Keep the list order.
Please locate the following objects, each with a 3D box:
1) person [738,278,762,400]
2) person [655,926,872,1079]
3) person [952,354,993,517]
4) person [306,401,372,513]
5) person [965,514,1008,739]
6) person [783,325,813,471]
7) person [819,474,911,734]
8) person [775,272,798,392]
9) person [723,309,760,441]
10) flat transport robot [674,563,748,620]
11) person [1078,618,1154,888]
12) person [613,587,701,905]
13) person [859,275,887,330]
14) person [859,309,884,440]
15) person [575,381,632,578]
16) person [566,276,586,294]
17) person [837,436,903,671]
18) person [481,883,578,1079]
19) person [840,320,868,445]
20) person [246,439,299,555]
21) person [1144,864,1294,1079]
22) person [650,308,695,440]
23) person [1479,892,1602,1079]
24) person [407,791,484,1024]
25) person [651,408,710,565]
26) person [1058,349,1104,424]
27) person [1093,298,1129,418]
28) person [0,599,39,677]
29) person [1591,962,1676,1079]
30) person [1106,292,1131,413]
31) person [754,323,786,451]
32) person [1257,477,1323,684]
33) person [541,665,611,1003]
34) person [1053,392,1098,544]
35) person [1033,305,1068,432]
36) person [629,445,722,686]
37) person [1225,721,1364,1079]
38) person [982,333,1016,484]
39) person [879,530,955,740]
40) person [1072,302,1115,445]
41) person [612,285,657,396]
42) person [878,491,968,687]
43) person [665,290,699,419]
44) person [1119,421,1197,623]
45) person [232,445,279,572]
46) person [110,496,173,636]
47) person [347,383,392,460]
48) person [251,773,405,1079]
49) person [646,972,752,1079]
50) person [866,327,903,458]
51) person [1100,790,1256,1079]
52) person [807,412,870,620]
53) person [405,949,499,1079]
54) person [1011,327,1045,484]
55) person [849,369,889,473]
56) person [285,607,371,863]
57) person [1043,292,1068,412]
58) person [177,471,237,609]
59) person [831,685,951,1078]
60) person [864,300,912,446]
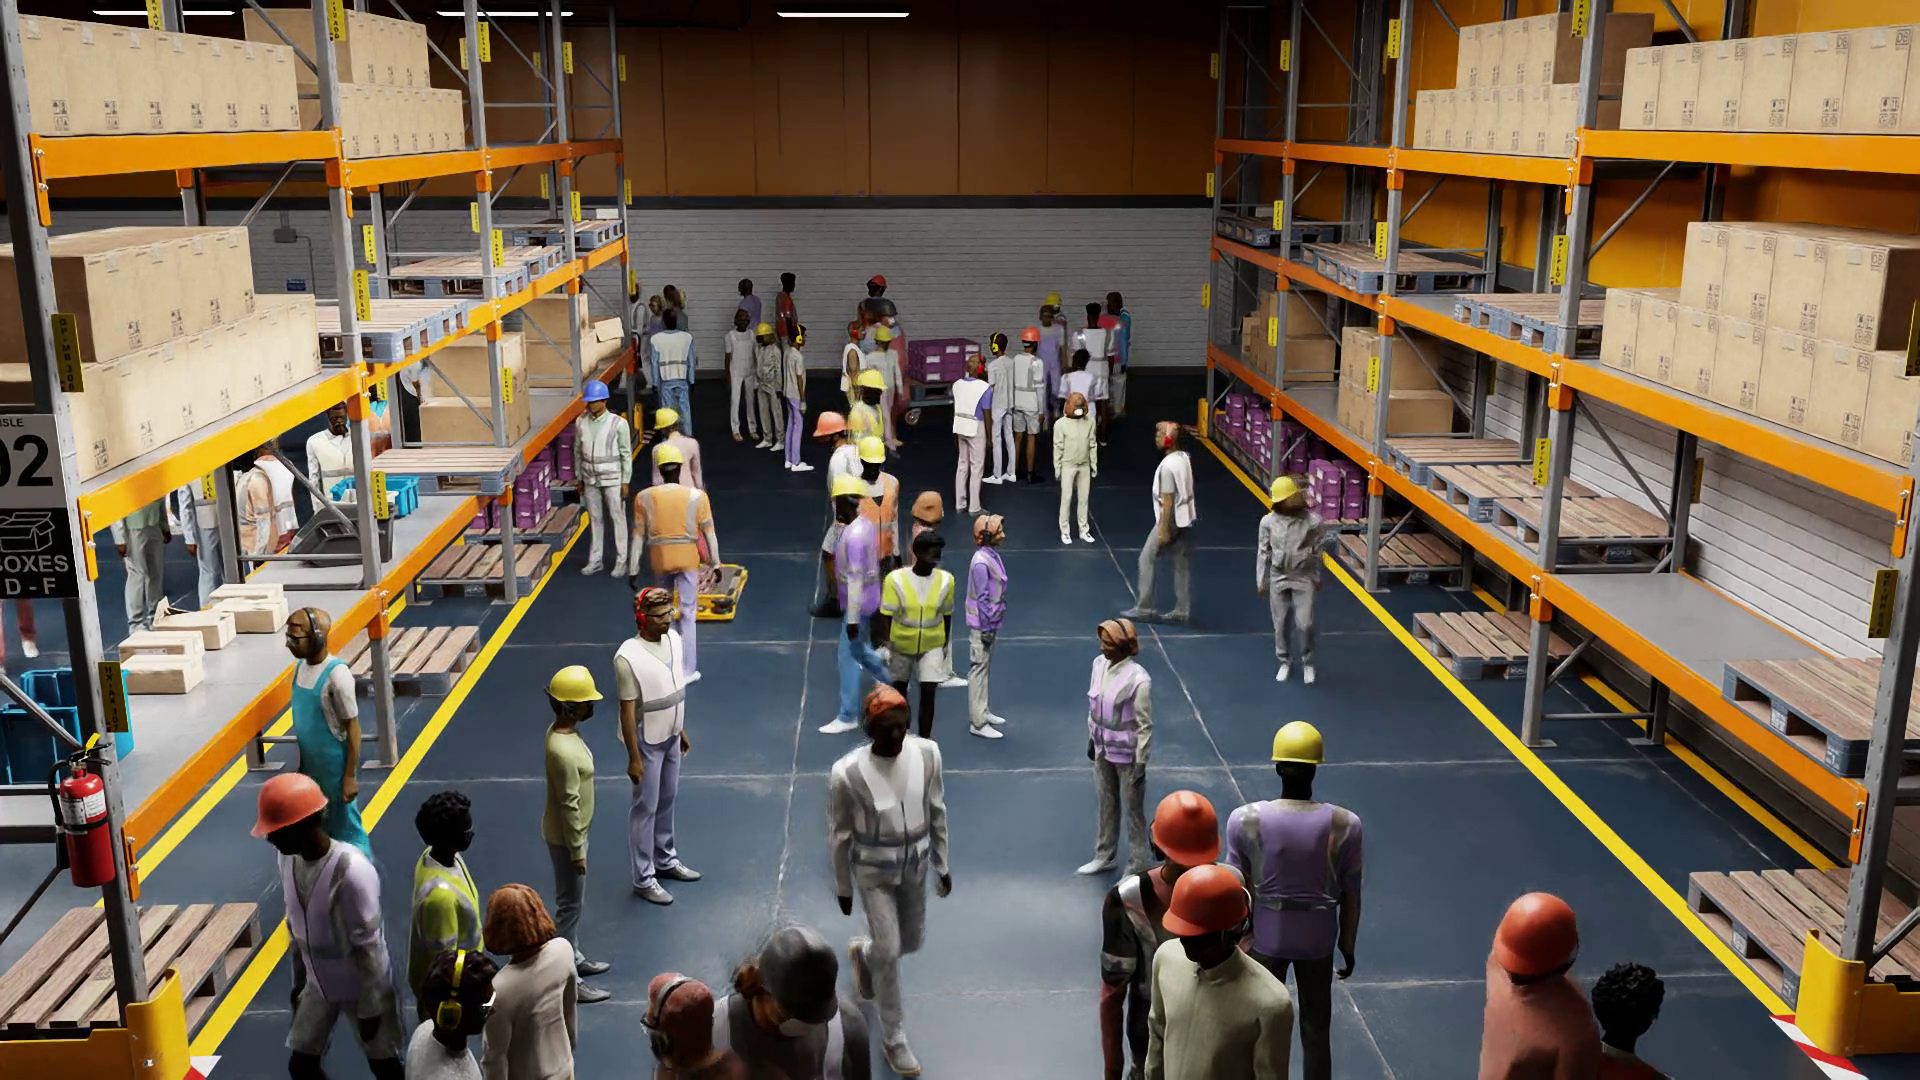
[{"bbox_3d":[-3.339,-3.188,26.459,0.367,1.933,0.627,4,15,16],"label":"person"},{"bbox_3d":[-0.622,2.126,5.373,0.765,2.000,0.593,-6,16,-24],"label":"person"},{"bbox_3d":[0.133,-1.175,18.766,0.418,1.828,0.561,-14,20,-43],"label":"person"},{"bbox_3d":[-5.713,-0.371,15.421,0.592,1.917,0.375,-10,18,-35],"label":"person"},{"bbox_3d":[0.192,0.612,12.111,0.313,1.642,0.513,2,14,7],"label":"person"},{"bbox_3d":[-2.081,-1.805,21.172,0.327,1.862,0.509,-7,16,-26],"label":"person"},{"bbox_3d":[-0.705,0.467,12.198,0.608,1.895,0.627,-1,14,-5],"label":"person"},{"bbox_3d":[-2.833,-3.405,27.253,0.363,1.958,0.610,-5,15,-18],"label":"person"},{"bbox_3d":[-3.022,-2.290,23.116,0.504,1.840,0.341,-7,16,-25],"label":"person"},{"bbox_3d":[-2.369,0.455,15.461,0.652,0.197,1.431,0,14,-2],"label":"flat transport robot"},{"bbox_3d":[0.919,1.237,9.667,0.310,1.636,0.523,-9,17,-31],"label":"person"},{"bbox_3d":[-1.763,1.156,9.566,0.380,1.845,0.570,5,15,20],"label":"person"},{"bbox_3d":[-1.265,-3.101,25.890,0.608,2.043,0.374,8,16,28],"label":"person"},{"bbox_3d":[-1.234,-2.268,23.004,0.567,1.849,0.389,-11,18,-38],"label":"person"},{"bbox_3d":[-3.482,-0.595,16.237,0.605,1.948,0.405,5,15,20],"label":"person"},{"bbox_3d":[-6.177,-3.289,26.755,0.408,1.983,0.627,3,15,13],"label":"person"},{"bbox_3d":[-0.721,0.095,13.574,0.595,1.923,0.372,-11,18,-36],"label":"person"},{"bbox_3d":[-1.634,2.083,6.371,0.278,1.629,0.504,6,16,23],"label":"person"},{"bbox_3d":[-1.372,-1.943,21.725,0.390,1.850,0.565,-1,14,-4],"label":"person"},{"bbox_3d":[-5.862,-0.055,14.208,0.399,1.908,0.600,3,15,10],"label":"person"},{"bbox_3d":[0.863,2.049,5.792,0.408,1.986,0.617,-12,19,-40],"label":"person"},{"bbox_3d":[-3.864,-2.157,22.434,0.590,1.916,0.389,-5,15,-19],"label":"person"},{"bbox_3d":[2.034,2.071,5.780,0.656,1.952,0.684,-2,14,-8],"label":"person"},{"bbox_3d":[-2.184,1.869,7.092,0.323,1.690,0.535,-5,15,-17],"label":"person"},{"bbox_3d":[-2.706,-0.435,16.045,0.556,1.724,0.708,-12,19,-40],"label":"person"},{"bbox_3d":[1.488,-1.519,20.427,0.544,1.662,0.766,3,15,12],"label":"person"},{"bbox_3d":[2.220,-2.689,24.708,0.636,1.815,0.634,10,17,34],"label":"person"},{"bbox_3d":[-7.772,0.163,13.462,0.607,1.861,1.030,-4,15,-16],"label":"person"},{"bbox_3d":[2.184,2.232,5.668,0.322,1.690,0.536,-13,19,-41],"label":"person"},{"bbox_3d":[2.375,-2.876,25.436,0.429,1.833,0.637,-4,15,-15],"label":"person"},{"bbox_3d":[-2.603,-2.073,22.475,0.489,1.735,0.342,12,19,40],"label":"person"},{"bbox_3d":[2.597,0.317,13.137,0.500,1.702,0.498,4,15,14],"label":"person"},{"bbox_3d":[-1.952,1.486,8.453,0.339,1.761,0.524,-4,15,-14],"label":"person"},{"bbox_3d":[1.217,-0.760,17.536,0.504,1.622,0.299,-6,16,-23],"label":"person"},{"bbox_3d":[1.285,-2.501,23.986,0.560,1.819,0.690,2,14,7],"label":"person"},{"bbox_3d":[-2.280,0.181,13.339,0.720,1.865,0.862,-1,14,-6],"label":"person"},{"bbox_3d":[1.433,1.716,7.229,0.585,1.917,0.382,2,14,7],"label":"person"},{"bbox_3d":[0.499,-1.611,20.412,0.510,1.860,0.333,-14,20,-43],"label":"person"},{"bbox_3d":[-0.309,0.705,11.706,0.540,1.660,0.784,-2,14,-8],"label":"person"},{"bbox_3d":[1.814,-2.260,22.737,0.607,1.966,0.373,-2,14,-7],"label":"person"},{"bbox_3d":[-5.275,-3.215,26.761,0.877,1.828,0.657,-12,19,-40],"label":"person"},{"bbox_3d":[-0.331,0.398,13.046,0.769,1.613,0.501,-5,15,-17],"label":"person"},{"bbox_3d":[-4.114,-2.752,24.764,0.598,1.919,0.638,-7,16,-24],"label":"person"},{"bbox_3d":[1.748,-0.159,14.760,0.739,1.820,0.583,7,16,24],"label":"person"},{"bbox_3d":[-5.880,0.017,13.875,0.369,1.928,0.586,-8,16,-29],"label":"person"},{"bbox_3d":[-7.076,-0.089,14.339,0.400,1.909,0.608,4,15,17],"label":"person"},{"bbox_3d":[-6.034,-0.825,17.197,0.390,1.922,0.591,11,18,37],"label":"person"},{"bbox_3d":[-2.560,1.828,6.858,0.553,1.899,0.548,7,16,27],"label":"person"},{"bbox_3d":[-0.831,2.234,5.329,0.671,1.847,1.027,-11,18,-38],"label":"person"},{"bbox_3d":[-1.049,-1.996,22.184,0.535,1.739,0.846,-13,19,-42],"label":"person"},{"bbox_3d":[0.837,1.893,6.319,0.612,2.031,0.403,-4,15,-15],"label":"person"},{"bbox_3d":[-1.073,-0.212,14.833,0.792,1.887,0.561,6,15,21],"label":"person"},{"bbox_3d":[-1.616,2.200,5.438,0.332,1.865,0.520,-7,16,-25],"label":"person"},{"bbox_3d":[0.845,-1.655,20.446,0.387,1.929,0.543,-13,20,-42],"label":"person"},{"bbox_3d":[-0.955,-0.815,17.154,0.455,1.911,0.601,6,16,24],"label":"person"},{"bbox_3d":[-3.499,1.249,9.205,0.517,1.843,0.325,11,18,38],"label":"person"},{"bbox_3d":[1.439,-2.873,25.437,0.403,1.824,0.592,-3,15,-11],"label":"person"},{"bbox_3d":[-6.449,-0.093,14.361,0.398,1.908,0.599,8,16,28],"label":"person"},{"bbox_3d":[-0.368,1.554,7.975,0.576,1.864,0.763,-8,17,-30],"label":"person"},{"bbox_3d":[-0.964,-2.289,22.706,0.576,2.000,0.699,14,20,43],"label":"person"}]
